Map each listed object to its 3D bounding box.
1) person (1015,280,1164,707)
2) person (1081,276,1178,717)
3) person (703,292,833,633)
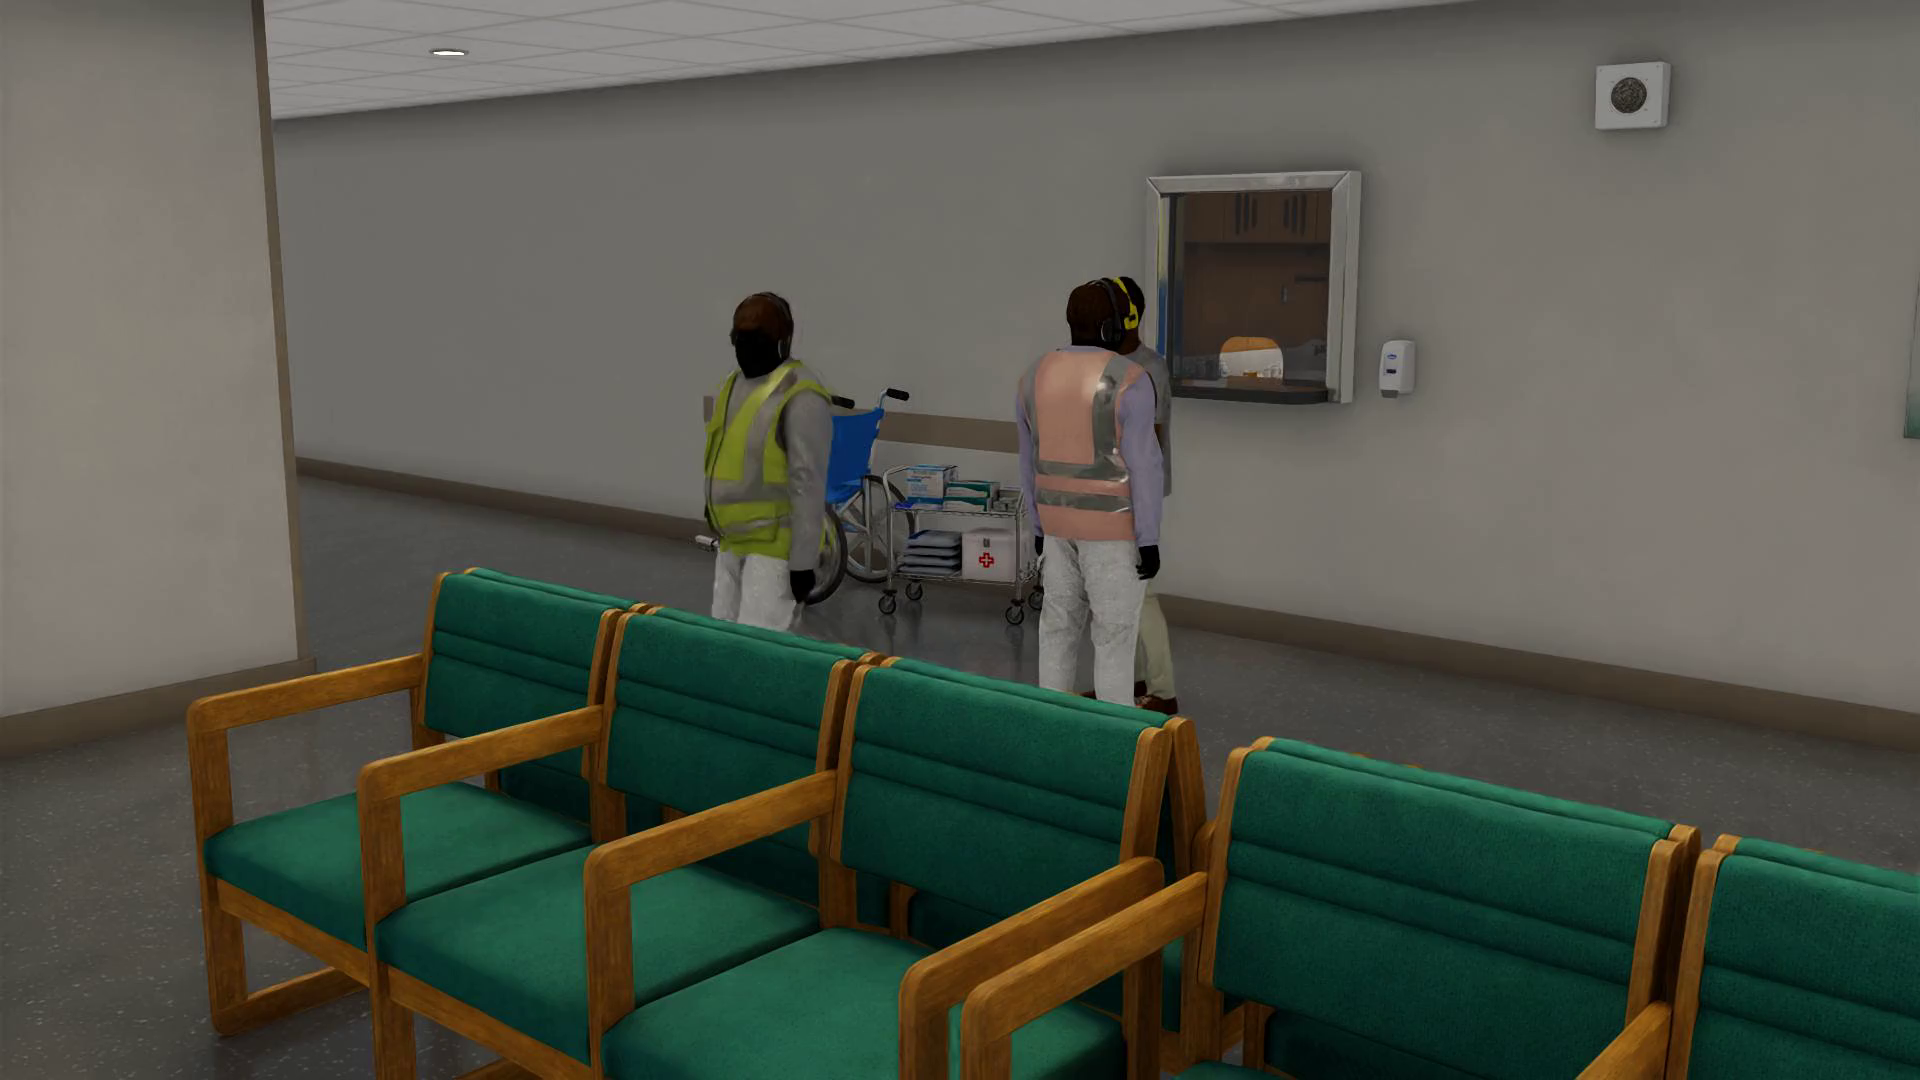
[{"bbox_3d":[0.507,-0.037,6.196,0.623,1.844,0.429,9,13,42],"label":"person"},{"bbox_3d":[0.701,-0.167,6.937,0.366,1.846,0.531,-3,11,-19],"label":"person"},{"bbox_3d":[-0.664,0.006,6.041,0.542,1.807,0.644,-6,12,-31],"label":"person"}]
